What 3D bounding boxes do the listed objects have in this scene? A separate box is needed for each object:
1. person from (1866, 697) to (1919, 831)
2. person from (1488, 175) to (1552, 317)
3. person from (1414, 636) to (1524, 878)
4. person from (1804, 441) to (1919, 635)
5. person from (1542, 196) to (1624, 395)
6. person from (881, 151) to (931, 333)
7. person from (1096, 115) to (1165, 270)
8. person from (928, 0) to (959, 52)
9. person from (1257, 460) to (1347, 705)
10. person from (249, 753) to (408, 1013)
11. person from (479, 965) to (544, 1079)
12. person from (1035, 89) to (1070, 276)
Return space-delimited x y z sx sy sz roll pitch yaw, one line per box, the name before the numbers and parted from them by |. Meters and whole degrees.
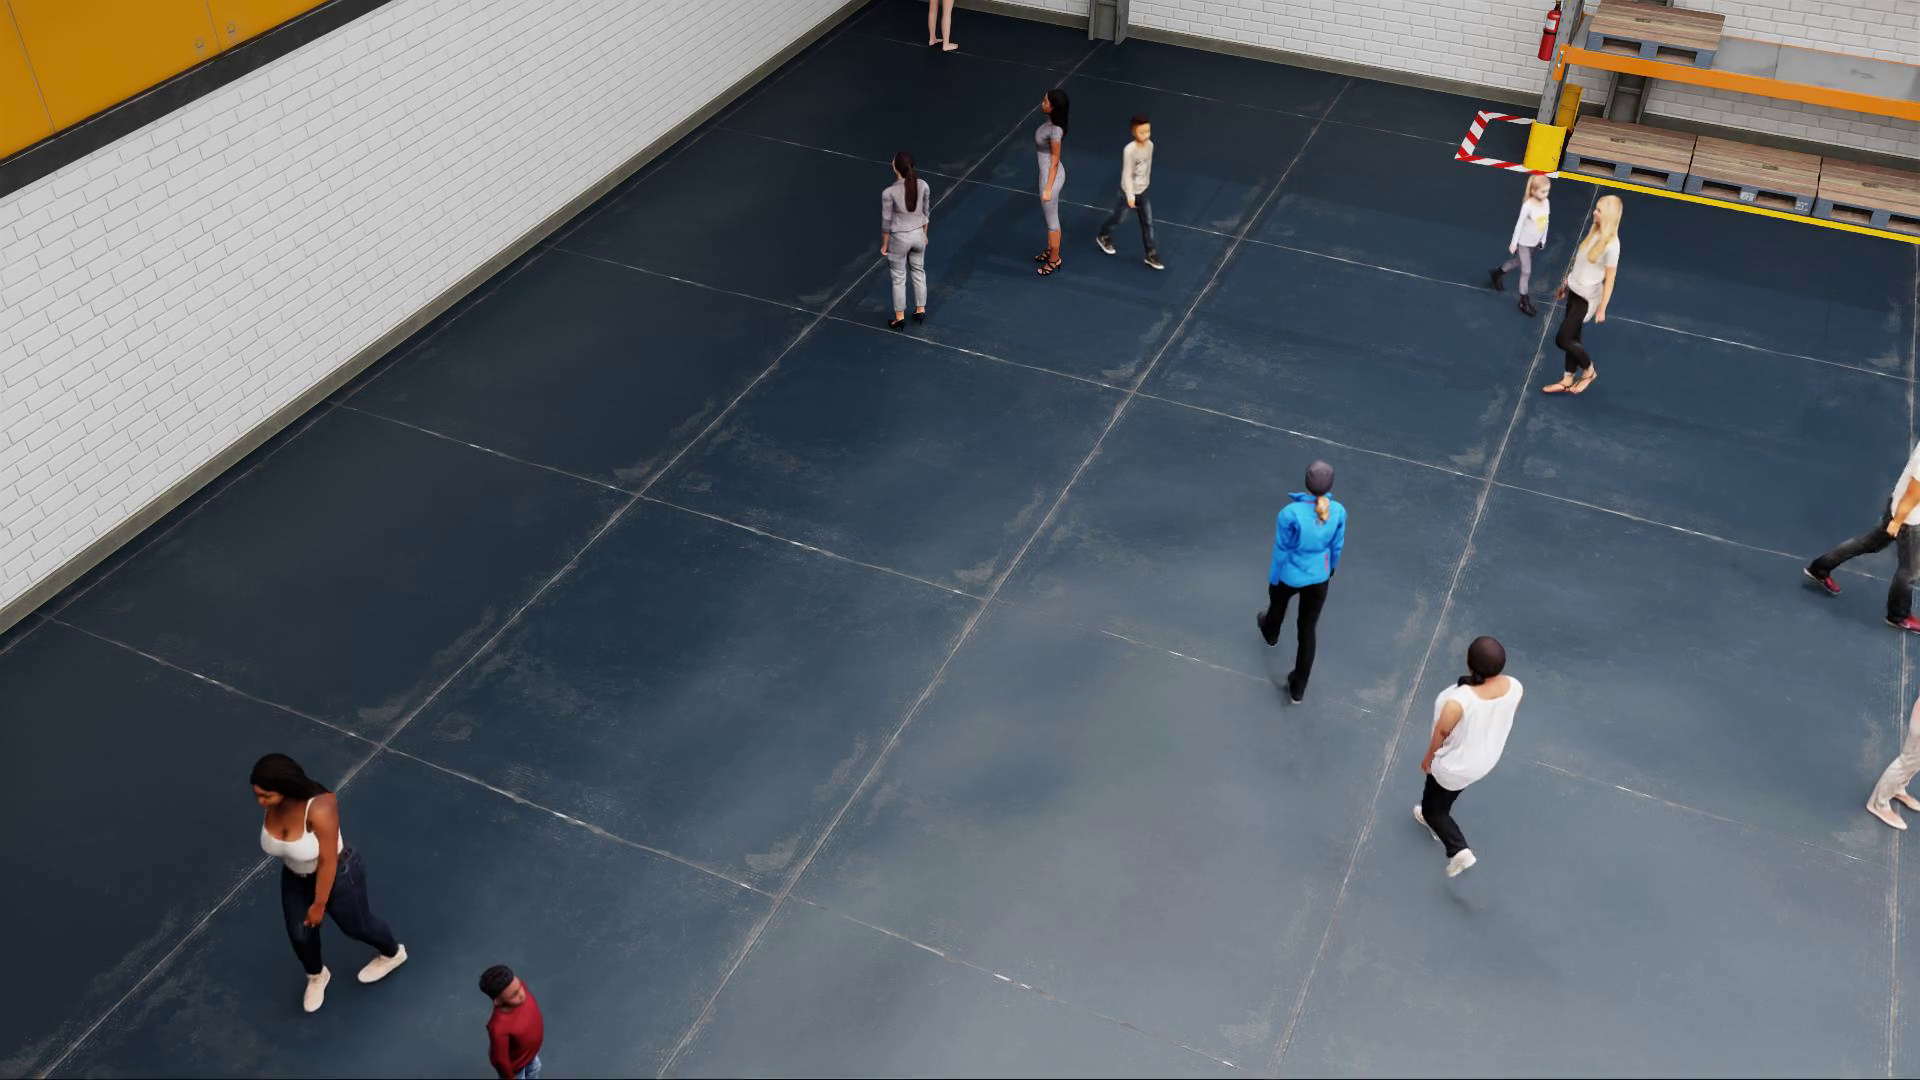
person | 5.842 1.018 9.899 0.669 1.724 0.684 -22 44 -26
person | 5.045 -2.708 14.934 0.806 1.262 0.971 -22 44 -25
person | 2.919 1.265 9.633 0.956 1.670 1.033 -15 41 -18
person | 6.417 -0.225 11.426 1.075 1.761 0.636 19 42 22
person | 5.183 -1.975 13.573 0.819 1.816 0.757 -3 39 -4
person | -0.469 -2.593 14.458 0.727 1.678 0.763 -20 43 -23
person | 1.559 -3.272 15.498 0.848 1.440 1.064 -25 45 -28
person | -0.230 -6.570 19.459 0.569 1.650 0.716 31 48 33
person | 2.233 0.315 10.746 1.081 1.765 0.992 -2 39 -2
person | -3.344 1.771 8.917 0.731 1.773 0.755 17 42 20
person | -2.250 2.546 8.366 0.560 1.249 0.550 6 39 8
person | 0.841 -3.282 15.238 0.649 1.781 0.656 0 39 0
